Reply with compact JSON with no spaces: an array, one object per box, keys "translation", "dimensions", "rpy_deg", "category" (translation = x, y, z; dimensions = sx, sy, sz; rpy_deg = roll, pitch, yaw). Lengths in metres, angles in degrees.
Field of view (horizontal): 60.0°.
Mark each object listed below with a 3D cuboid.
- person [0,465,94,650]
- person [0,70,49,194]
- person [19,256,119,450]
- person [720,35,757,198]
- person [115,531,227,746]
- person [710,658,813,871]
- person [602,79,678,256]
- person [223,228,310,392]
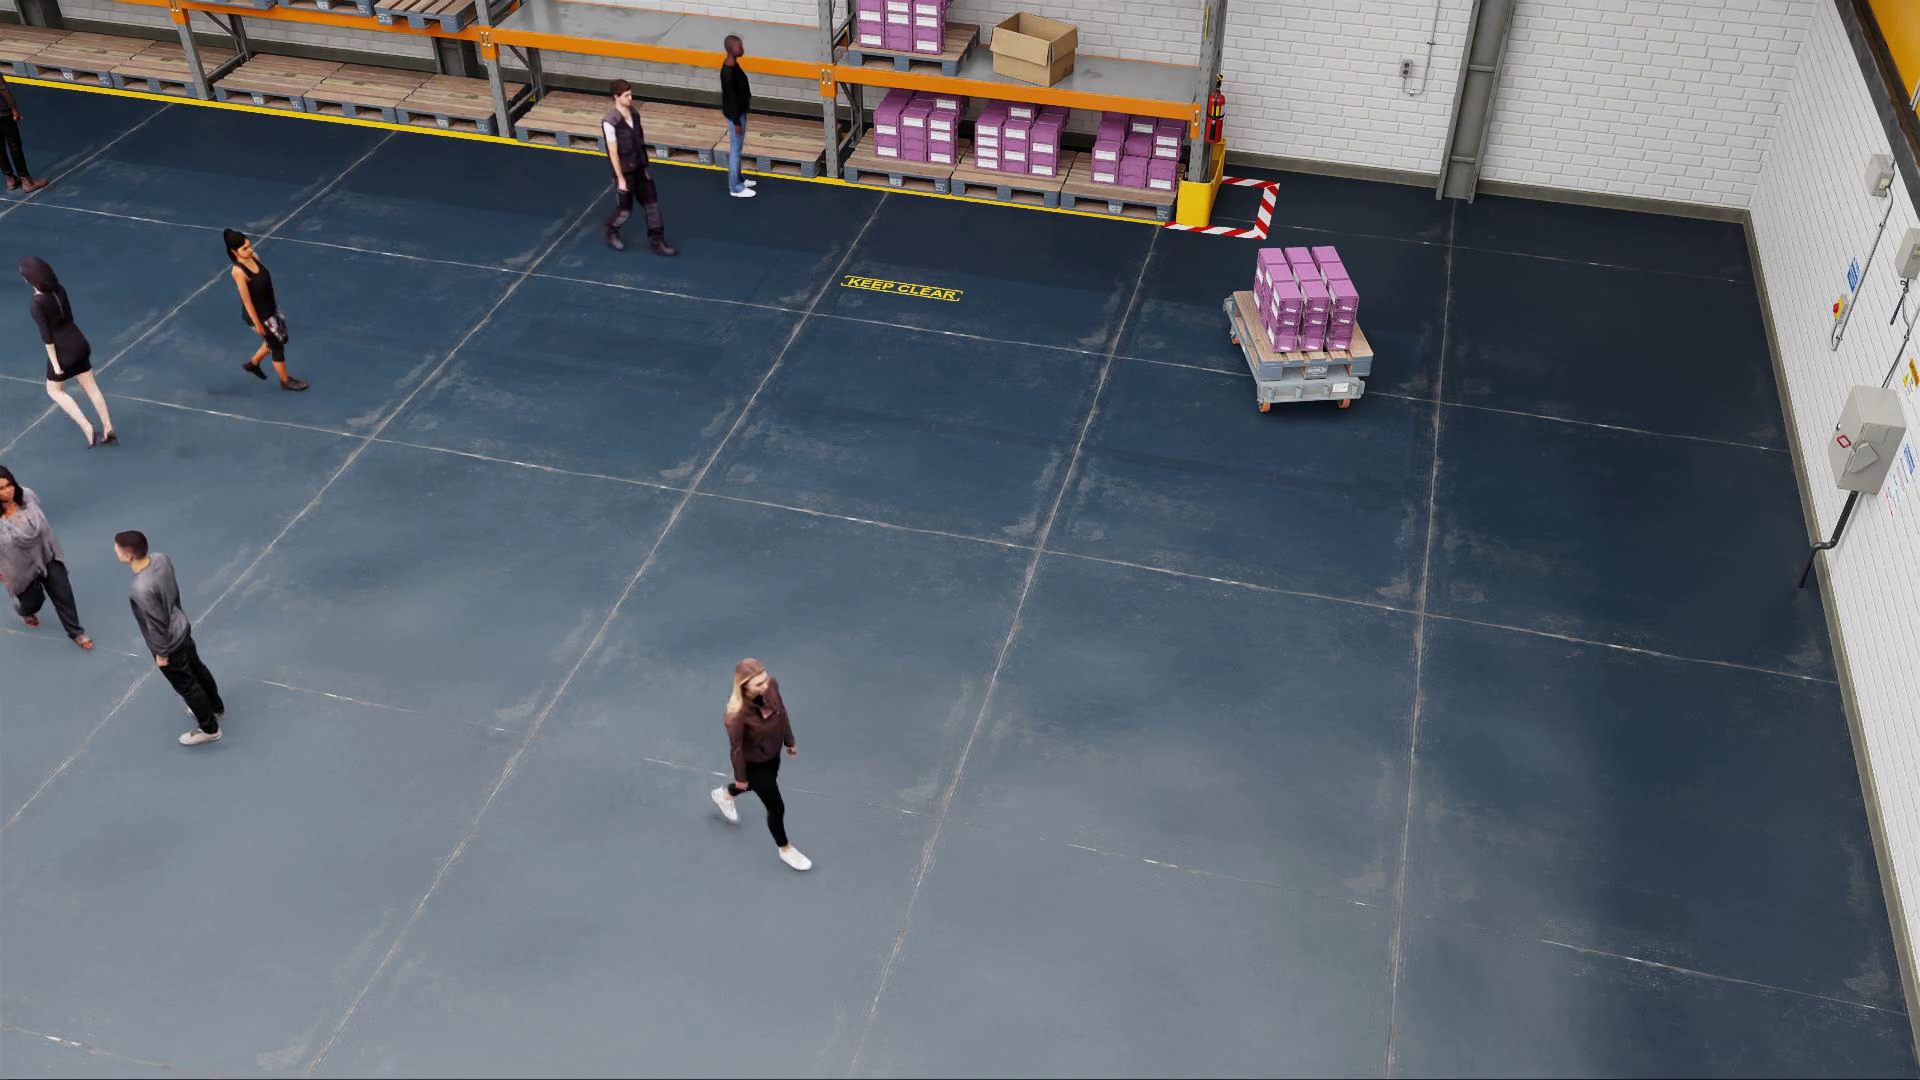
[{"translation":[-6.769,0.099,12.031],"dimensions":[0.988,1.591,0.819],"rpy_deg":[26,45,28],"category":"person"},{"translation":[-10.293,-4.608,17.729],"dimensions":[0.518,1.836,0.774],"rpy_deg":[13,40,15],"category":"person"},{"translation":[-7.366,-1.524,13.909],"dimensions":[0.589,1.785,0.607],"rpy_deg":[6,39,7],"category":"person"},{"translation":[-2.391,-4.521,17.691],"dimensions":[0.651,1.747,0.665],"rpy_deg":[-3,39,-3],"category":"person"},{"translation":[-5.326,0.644,11.214],"dimensions":[0.649,1.760,0.686],"rpy_deg":[-4,39,-5],"category":"person"},{"translation":[-1.304,1.329,10.420],"dimensions":[1.111,1.680,0.786],"rpy_deg":[19,43,23],"category":"person"},{"translation":[-3.359,-3.695,16.593],"dimensions":[1.123,1.827,0.892],"rpy_deg":[24,44,27],"category":"person"},{"translation":[-6.212,-2.001,14.610],"dimensions":[0.863,1.655,0.736],"rpy_deg":[-3,39,-4],"category":"person"}]
